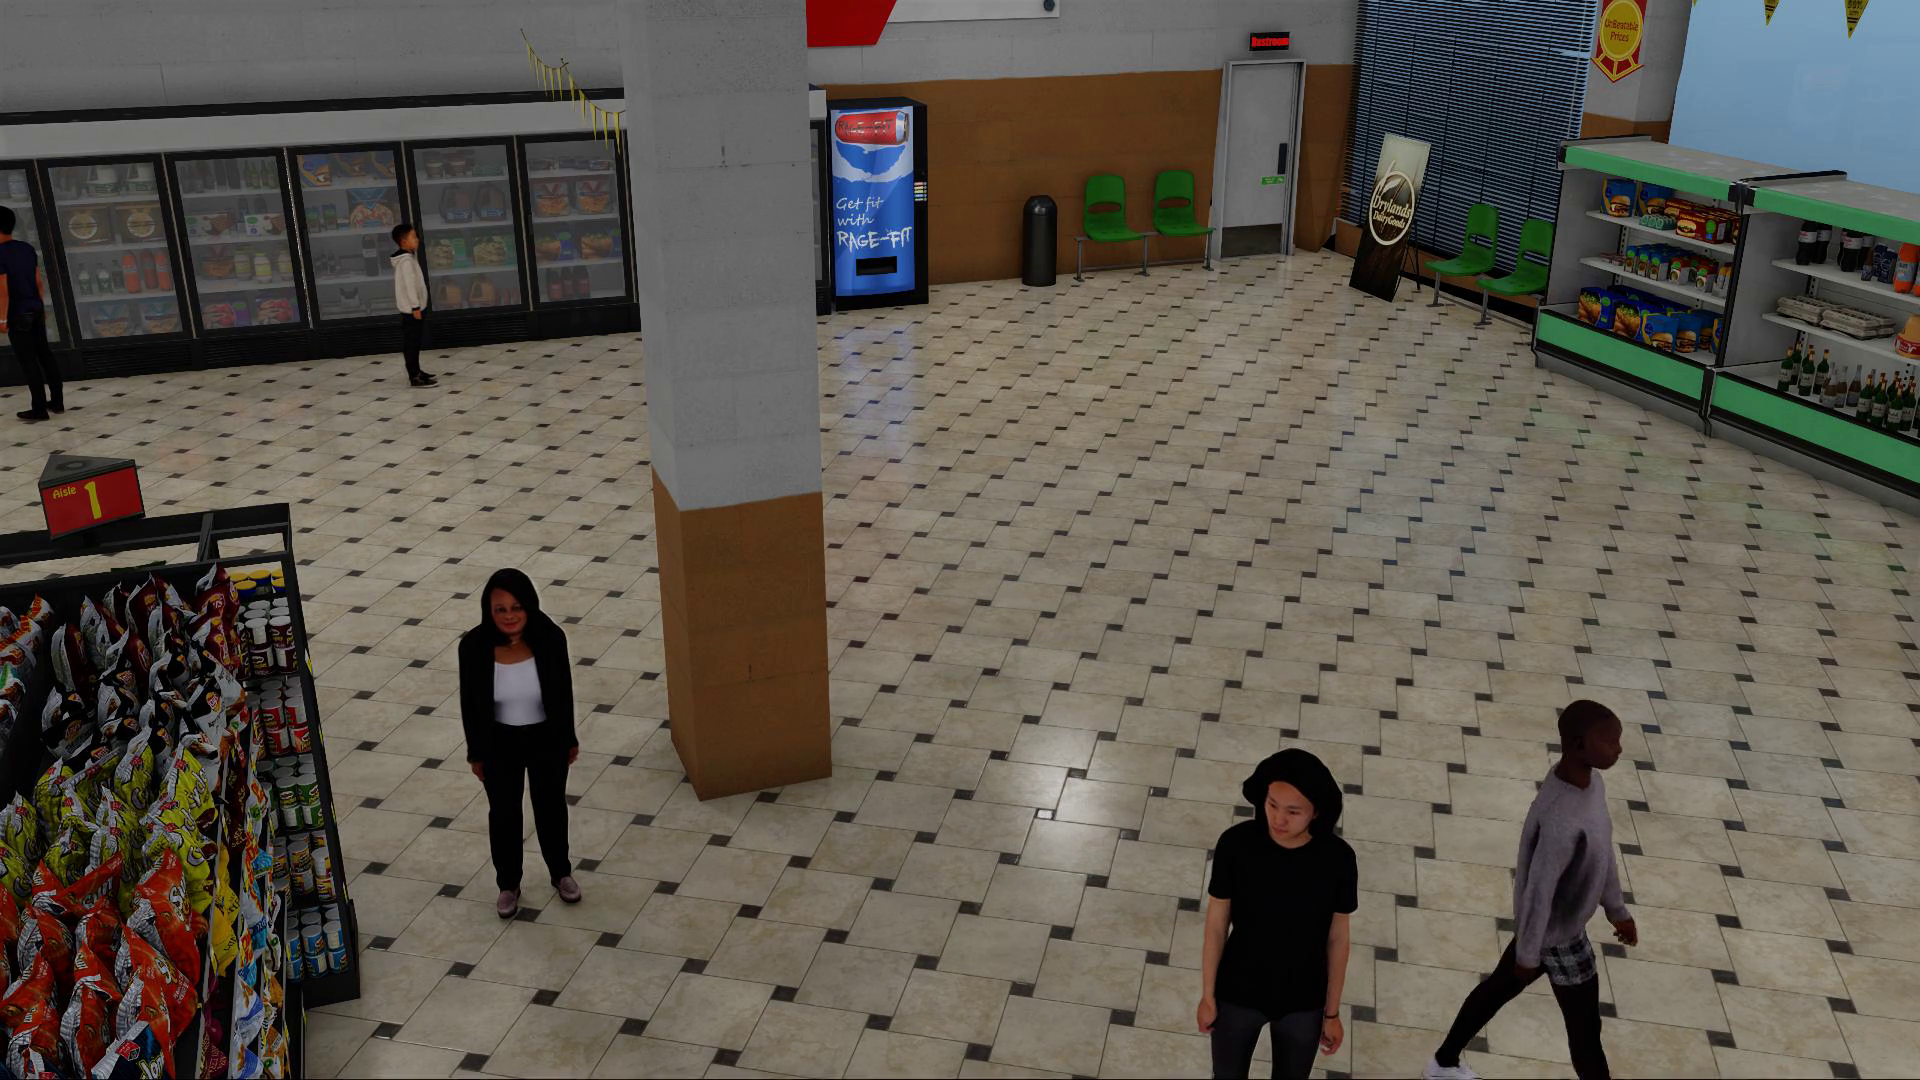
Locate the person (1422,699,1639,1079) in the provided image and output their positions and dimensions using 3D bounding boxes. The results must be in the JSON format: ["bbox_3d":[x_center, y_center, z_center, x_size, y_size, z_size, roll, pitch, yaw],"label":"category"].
[{"bbox_3d":[2.011,1.348,5.921,1.180,1.726,1.120,10,24,23],"label":"person"}]

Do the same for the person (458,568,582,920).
[{"bbox_3d":[-1.911,0.869,7.260,0.648,1.617,0.626,-9,24,-22],"label":"person"}]

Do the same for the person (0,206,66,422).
[{"bbox_3d":[-7.819,-1.894,13.900,0.776,1.793,0.660,5,22,12],"label":"person"}]

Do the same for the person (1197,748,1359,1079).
[{"bbox_3d":[1.027,1.468,5.482,0.711,1.832,0.699,3,22,9],"label":"person"}]

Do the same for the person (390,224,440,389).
[{"bbox_3d":[-4.905,-2.097,14.860,0.637,1.454,0.442,-7,23,-17],"label":"person"}]
